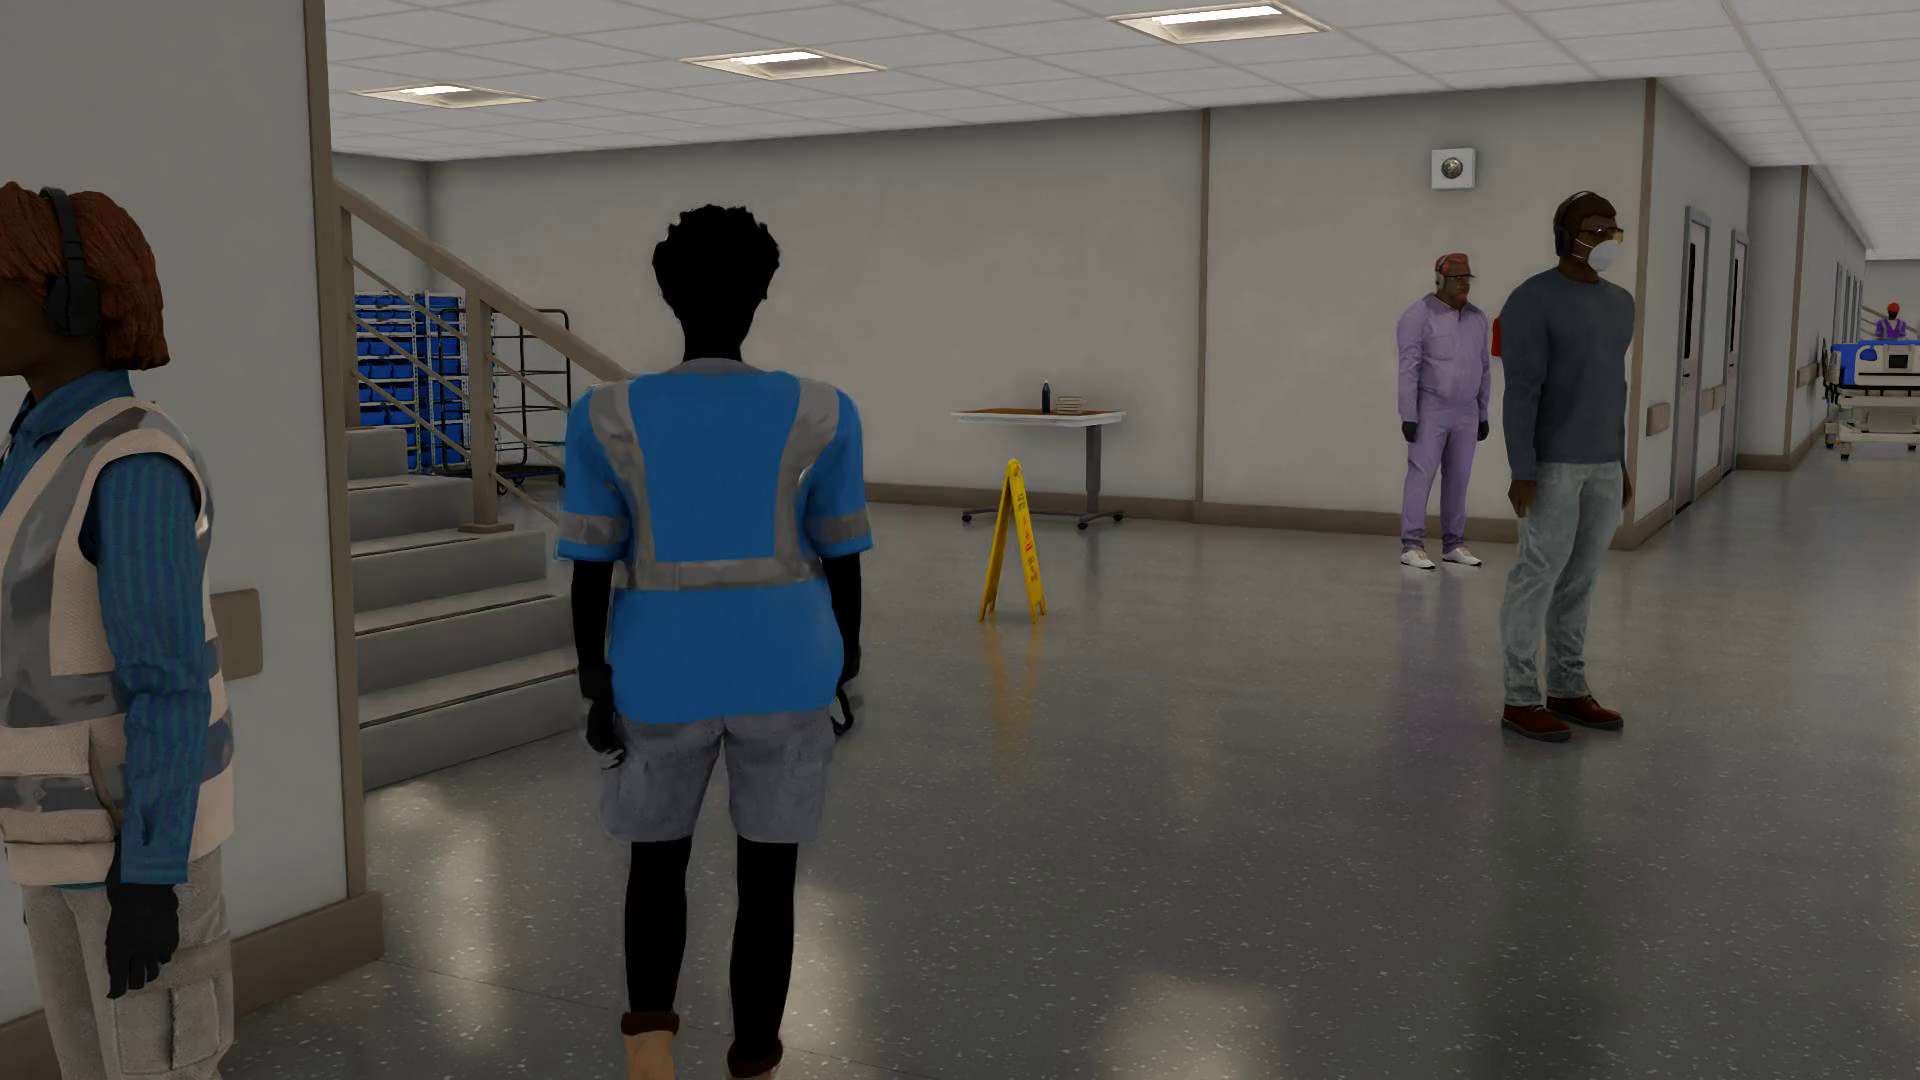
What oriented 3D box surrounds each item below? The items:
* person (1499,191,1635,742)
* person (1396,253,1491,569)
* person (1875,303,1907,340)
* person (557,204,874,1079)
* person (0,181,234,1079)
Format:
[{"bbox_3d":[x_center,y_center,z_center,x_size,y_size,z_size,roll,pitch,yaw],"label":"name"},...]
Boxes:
[{"bbox_3d":[2.183,-0.262,5.954,0.637,1.938,0.357,-5,9,-33],"label":"person"},{"bbox_3d":[2.941,-0.772,10.051,0.647,1.899,0.399,-3,8,-23],"label":"person"},{"bbox_3d":[19.370,-3.968,34.566,0.563,1.905,0.771,0,7,4],"label":"person"},{"bbox_3d":[-0.418,0.261,2.914,0.540,1.682,0.405,0,7,-4],"label":"person"},{"bbox_3d":[-1.077,0.388,2.097,0.309,1.641,0.515,-7,10,-44],"label":"person"}]
